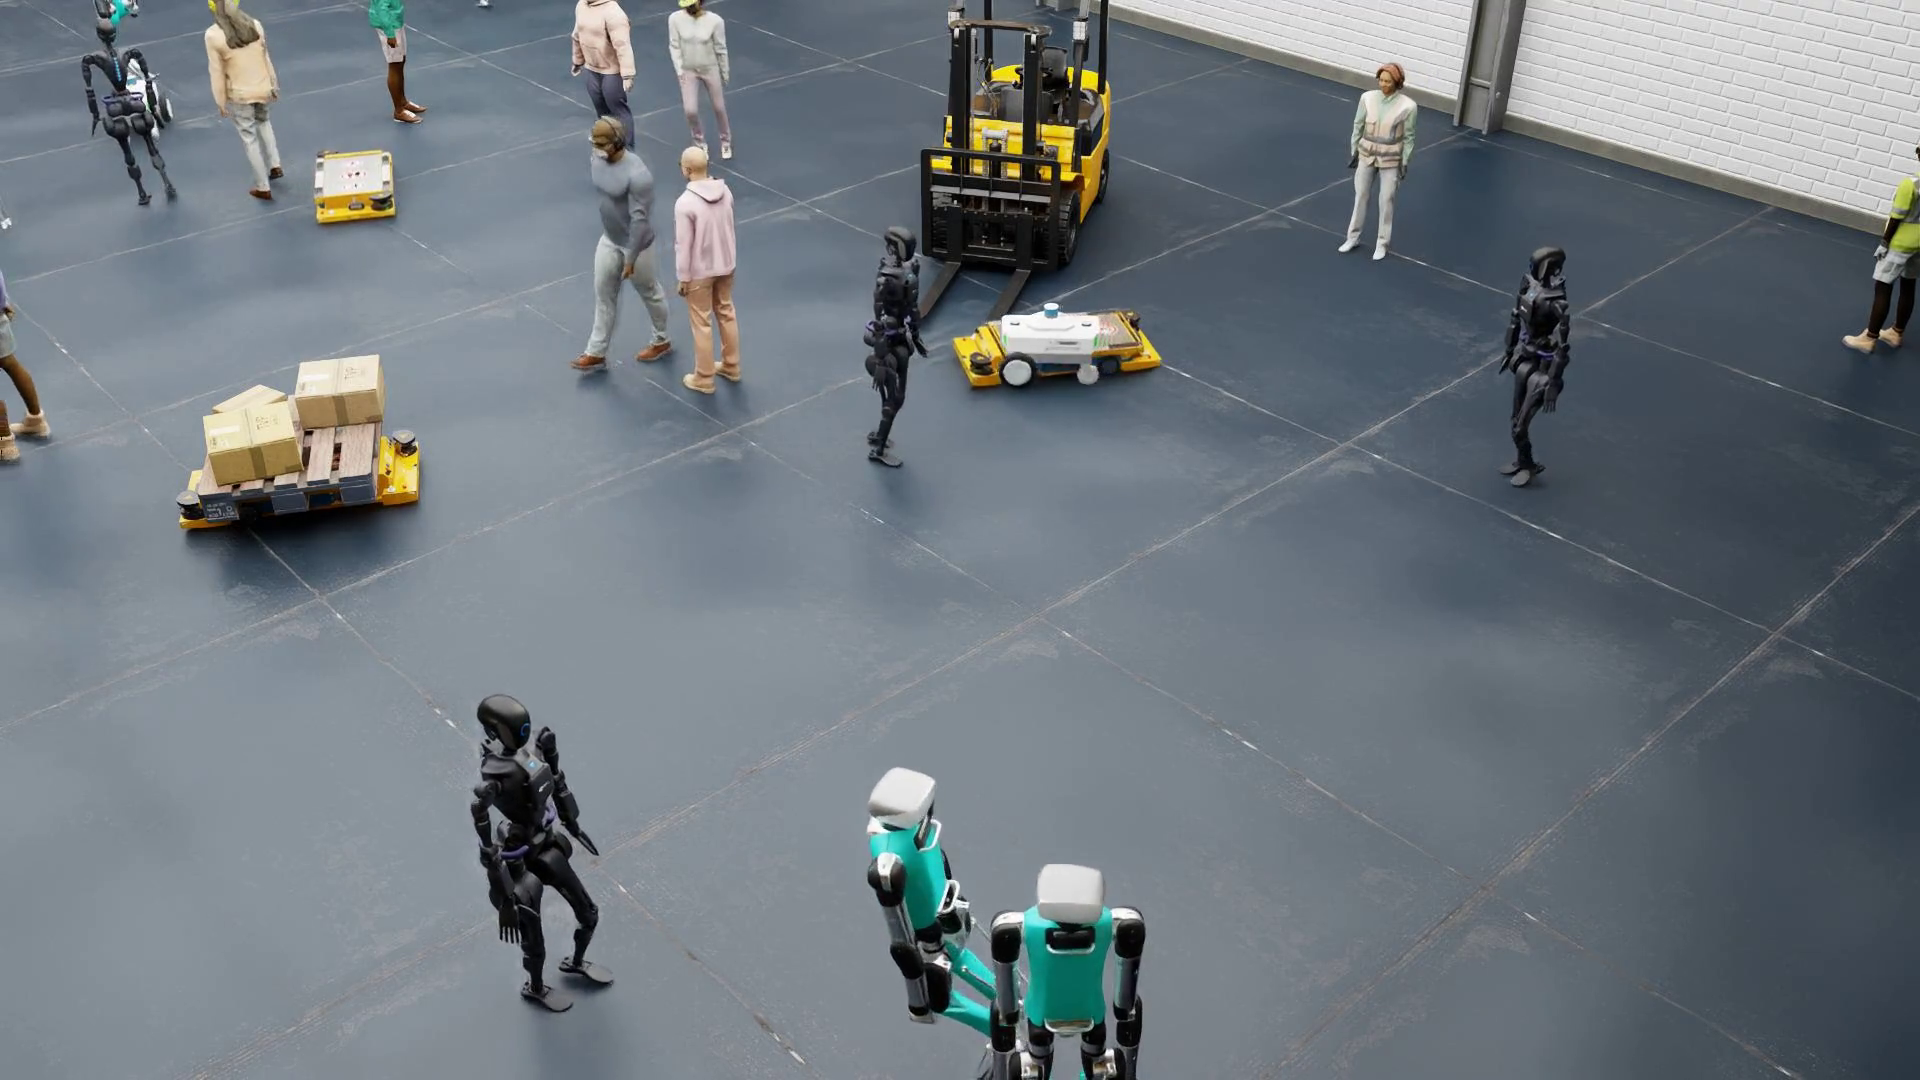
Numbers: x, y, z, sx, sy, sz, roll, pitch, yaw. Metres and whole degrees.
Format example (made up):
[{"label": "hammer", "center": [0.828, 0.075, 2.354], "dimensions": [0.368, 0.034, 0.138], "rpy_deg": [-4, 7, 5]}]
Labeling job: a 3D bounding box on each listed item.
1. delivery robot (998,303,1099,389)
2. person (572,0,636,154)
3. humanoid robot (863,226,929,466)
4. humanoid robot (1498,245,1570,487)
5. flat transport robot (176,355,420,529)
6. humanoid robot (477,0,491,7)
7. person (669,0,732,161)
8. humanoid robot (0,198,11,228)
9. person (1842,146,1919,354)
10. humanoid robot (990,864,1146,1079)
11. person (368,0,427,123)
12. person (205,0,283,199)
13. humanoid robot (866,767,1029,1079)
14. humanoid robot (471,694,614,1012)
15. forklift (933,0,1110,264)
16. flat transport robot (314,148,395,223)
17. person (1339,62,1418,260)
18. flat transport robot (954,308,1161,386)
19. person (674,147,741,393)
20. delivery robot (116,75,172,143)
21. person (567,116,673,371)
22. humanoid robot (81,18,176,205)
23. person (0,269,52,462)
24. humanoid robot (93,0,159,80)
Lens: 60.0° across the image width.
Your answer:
[{"label": "delivery robot", "center": [0.634, -1.424, 12.117], "dimensions": [0.815, 0.614, 0.499], "rpy_deg": [1, 33, 2]}, {"label": "person", "center": [-3.293, -4.405, 15.491], "dimensions": [0.794, 1.859, 0.428], "rpy_deg": [23, 40, 31]}, {"label": "humanoid robot", "center": [-0.479, -1.278, 10.869], "dimensions": [0.435, 1.653, 0.603], "rpy_deg": [16, 36, 23]}, {"label": "humanoid robot", "center": [3.676, -1.121, 10.606], "dimensions": [0.373, 1.636, 0.604], "rpy_deg": [-10, 34, -14]}, {"label": "flat transport robot", "center": [-4.260, -0.391, 10.774], "dimensions": [1.431, 0.231, 0.659], "rpy_deg": [-8, 34, -12]}, {"label": "humanoid robot", "center": [-5.863, -7.332, 20.127], "dimensions": [0.891, 1.780, 0.576], "rpy_deg": [26, 41, 34]}, {"label": "person", "center": [-2.424, -4.379, 15.565], "dimensions": [0.531, 1.718, 0.555], "rpy_deg": [0, 33, 0]}, {"label": "humanoid robot", "center": [-8.614, -3.444, 14.142], "dimensions": [0.576, 1.798, 0.814], "rpy_deg": [6, 34, 10]}, {"label": "person", "center": [6.968, -2.190, 12.235], "dimensions": [0.532, 1.690, 0.318], "rpy_deg": [-13, 35, -19]}, {"label": "humanoid robot", "center": [0.379, 2.041, 5.759], "dimensions": [0.530, 1.843, 0.809], "rpy_deg": [-2, 33, -2]}, {"label": "person", "center": [-5.683, -5.118, 16.591], "dimensions": [0.383, 1.848, 0.508], "rpy_deg": [-3, 33, -5]}, {"label": "person", "center": [-6.392, -4.006, 14.885], "dimensions": [0.571, 1.850, 0.601], "rpy_deg": [26, 41, 34]}, {"label": "humanoid robot", "center": [0.095, 1.615, 6.340], "dimensions": [0.848, 1.763, 0.621], "rpy_deg": [7, 34, 11]}, {"label": "humanoid robot", "center": [-1.742, 1.319, 6.849], "dimensions": [0.413, 1.649, 0.585], "rpy_deg": [12, 35, 17]}, {"label": "forklift", "center": [0.570, -3.725, 14.138], "dimensions": [1.214, 2.155, 2.313], "rpy_deg": [9, 34, 13]}, {"label": "flat transport robot", "center": [-5.519, -3.254, 15.175], "dimensions": [0.659, 0.231, 1.431], "rpy_deg": [-9, 34, -14]}, {"label": "person", "center": [3.460, -3.124, 13.716], "dimensions": [0.521, 1.638, 0.308], "rpy_deg": [20, 38, 28]}, {"label": "flat transport robot", "center": [0.719, -1.433, 12.376], "dimensions": [1.431, 0.231, 0.659], "rpy_deg": [-7, 34, -10]}, {"label": "person", "center": [-1.761, -1.887, 11.694], "dimensions": [0.412, 1.776, 0.536], "rpy_deg": [24, 40, 32]}, {"label": "delivery robot", "center": [-8.177, -4.320, 16.543], "dimensions": [0.499, 0.586, 0.780], "rpy_deg": [-10, 34, -15]}, {"label": "person", "center": [-2.474, -2.073, 11.856], "dimensions": [0.641, 1.906, 0.868], "rpy_deg": [26, 41, 34]}, {"label": "humanoid robot", "center": [-7.377, -3.767, 14.675], "dimensions": [0.593, 1.649, 0.347], "rpy_deg": [-22, 39, -30]}, {"label": "person", "center": [-6.447, -1.477, 10.830], "dimensions": [0.414, 2.035, 0.620], "rpy_deg": [5, 33, 7]}, {"label": "humanoid robot", "center": [-8.954, -5.624, 17.451], "dimensions": [0.968, 1.734, 0.556], "rpy_deg": [10, 34, 16]}]
